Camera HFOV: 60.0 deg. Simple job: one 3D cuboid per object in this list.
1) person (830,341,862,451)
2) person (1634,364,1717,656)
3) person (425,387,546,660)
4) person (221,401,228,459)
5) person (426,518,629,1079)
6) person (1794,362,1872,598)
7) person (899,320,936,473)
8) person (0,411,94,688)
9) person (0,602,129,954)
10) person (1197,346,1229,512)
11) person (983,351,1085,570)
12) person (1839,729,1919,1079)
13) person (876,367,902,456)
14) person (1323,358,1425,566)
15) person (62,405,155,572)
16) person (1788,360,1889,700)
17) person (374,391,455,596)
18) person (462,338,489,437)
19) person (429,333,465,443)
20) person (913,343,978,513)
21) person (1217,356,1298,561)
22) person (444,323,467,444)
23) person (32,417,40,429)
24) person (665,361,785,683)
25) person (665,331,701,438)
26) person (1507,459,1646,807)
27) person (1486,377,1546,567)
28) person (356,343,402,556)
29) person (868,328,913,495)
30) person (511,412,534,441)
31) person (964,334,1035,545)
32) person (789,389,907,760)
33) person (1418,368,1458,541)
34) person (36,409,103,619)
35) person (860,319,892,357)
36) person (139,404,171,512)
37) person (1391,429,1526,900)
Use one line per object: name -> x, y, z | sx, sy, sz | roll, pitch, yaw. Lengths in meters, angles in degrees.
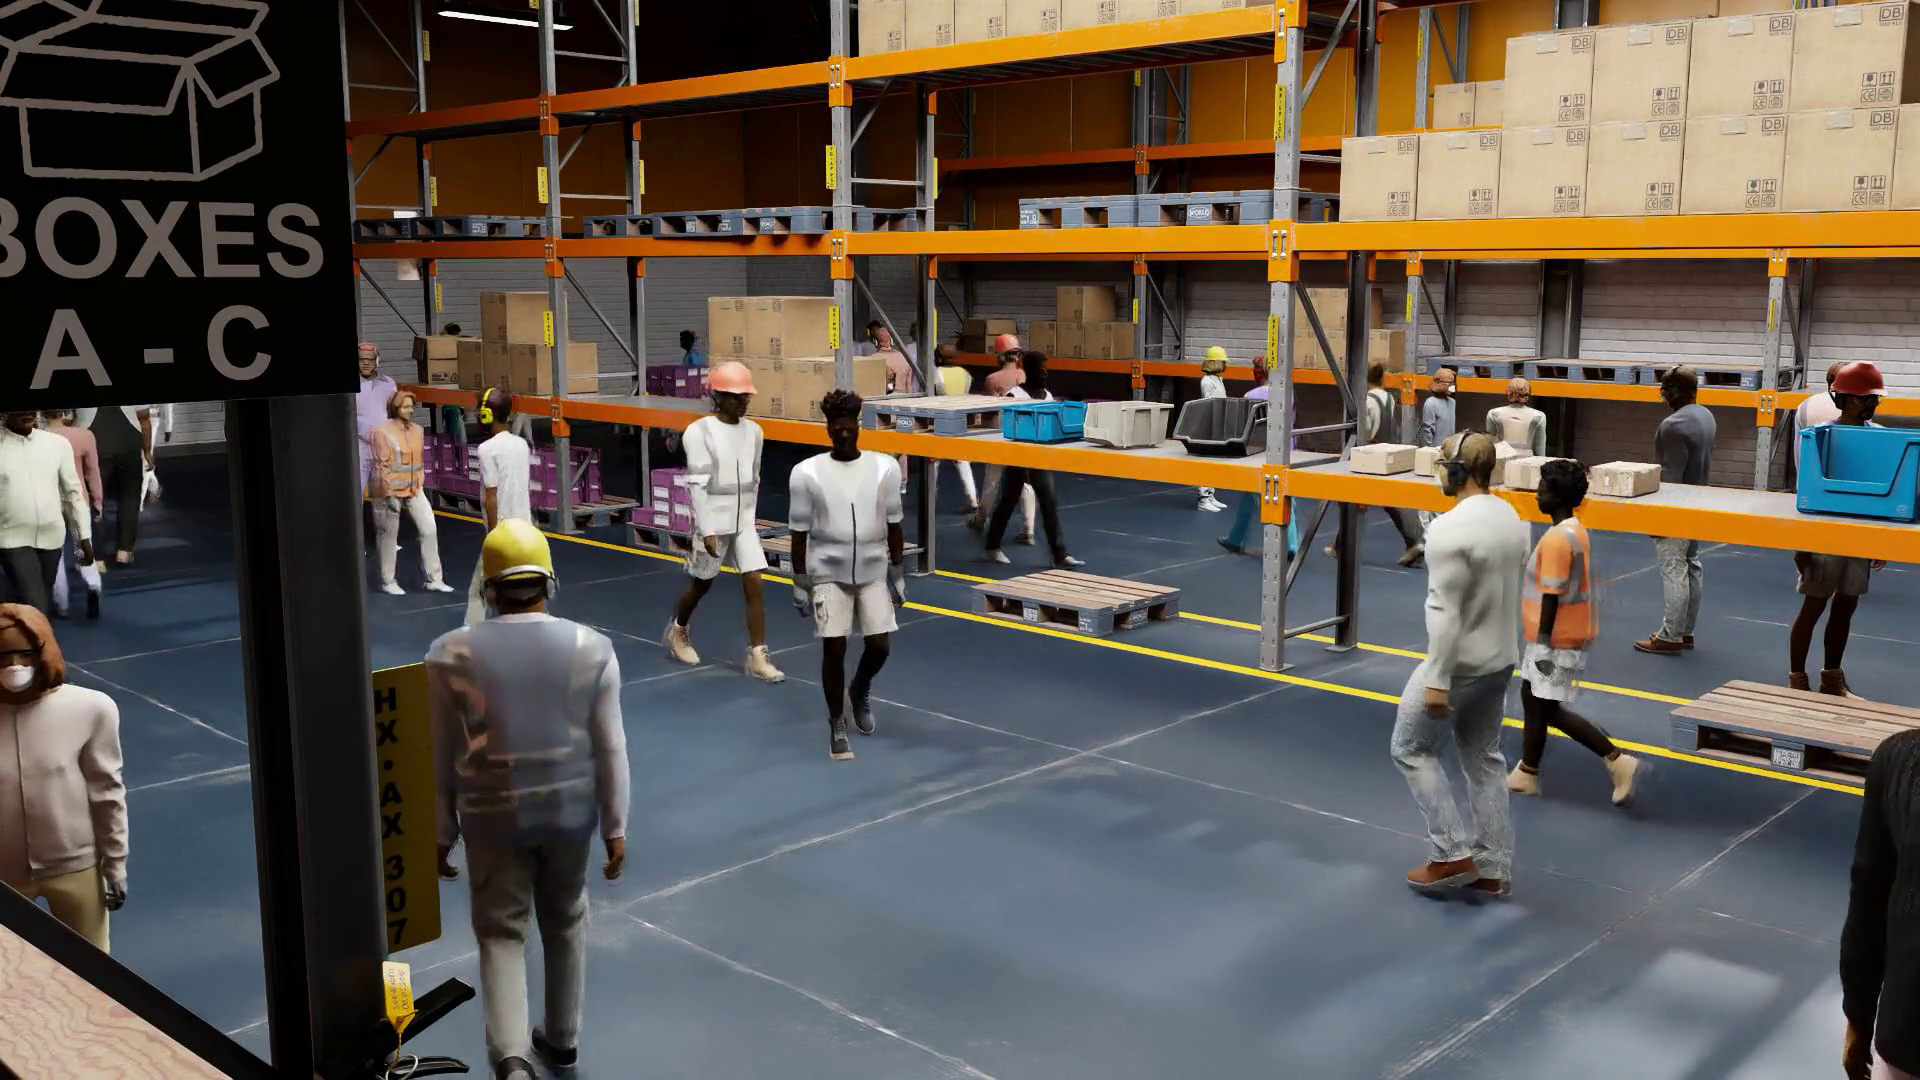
person -> -1.617, -2.076, 22.582 | 0.589, 1.929, 0.367 | -3, 10, -18
person -> 4.764, -0.197, 11.054 | 0.372, 1.934, 0.627 | 9, 13, 42
person -> -2.932, -0.028, 10.343 | 0.914, 1.825, 0.547 | 3, 10, 20
person -> -9.786, -2.062, 22.468 | 0.542, 1.938, 0.358 | -1, 9, -9
person -> -1.292, 0.850, 5.028 | 0.603, 1.811, 0.715 | -4, 10, -21
person -> 6.841, -0.471, 13.007 | 0.429, 1.842, 0.634 | -4, 10, -25
person -> -0.525, -1.796, 20.875 | 0.660, 1.922, 0.546 | -5, 11, -28
person -> -5.514, -0.012, 9.906 | 1.014, 1.940, 0.637 | 6, 11, 35
person -> -2.673, 0.975, 4.813 | 0.494, 1.626, 0.285 | -5, 10, -26
person -> 2.692, -1.181, 17.660 | 0.289, 1.745, 0.485 | 4, 10, 22
person -> 0.591, -0.681, 14.243 | 0.594, 1.868, 1.020 | -9, 13, -44
person -> 2.127, 1.031, 3.421 | 0.812, 1.972, 0.620 | -5, 10, -28
person -> -0.774, -0.883, 16.242 | 0.477, 1.613, 0.559 | -1, 9, -8
person -> 3.639, -0.674, 14.429 | 0.496, 1.803, 0.980 | -7, 12, -38
person -> -7.316, -0.759, 14.164 | 0.776, 2.000, 0.607 | -7, 11, -35
person -> 5.091, -0.011, 9.571 | 0.614, 2.041, 0.393 | -3, 10, -17
person -> -4.275, -0.344, 12.934 | 0.711, 1.614, 0.517 | 5, 11, 29
person -> -5.772, -1.562, 20.049 | 0.925, 1.715, 0.534 | 3, 10, 20
person -> -6.353, -1.663, 20.548 | 0.308, 1.769, 0.525 | 6, 11, 33
person -> -0.124, -1.175, 17.491 | 0.644, 1.796, 0.967 | -7, 11, -36
person -> 2.698, -0.730, 14.738 | 0.587, 1.794, 0.972 | -5, 11, -29
person -> -7.007, -2.050, 22.776 | 0.579, 1.810, 0.809 | -3, 10, -19
person -> -10.386, -1.433, 18.644 | 0.373, 1.928, 0.543 | -5, 11, -30
person -> -1.518, -0.133, 10.485 | 0.602, 2.005, 1.024 | -8, 12, -41
person -> -4.025, -2.280, 24.703 | 0.943, 1.636, 0.562 | -2, 10, -13
person -> 2.884, 0.451, 7.852 | 0.677, 1.672, 0.536 | 5, 10, 26
person -> 4.775, -0.583, 14.346 | 0.508, 1.629, 0.314 | 3, 10, 17
person -> -5.287, -0.814, 14.923 | 0.401, 1.904, 0.648 | 8, 12, 40
person -> -0.848, -1.429, 18.713 | 0.643, 1.899, 0.399 | -6, 11, -32
person -> -5.946, -2.080, 22.820 | 0.580, 1.849, 0.868 | 7, 11, 36
person -> 0.420, -0.953, 15.646 | 0.659, 1.942, 1.003 | -6, 11, -32
person -> -0.590, 0.170, 8.745 | 0.628, 1.945, 0.468 | -2, 10, -14
person -> 4.511, -0.797, 15.643 | 0.269, 1.631, 0.509 | 9, 13, 44
person -> -6.458, -0.256, 11.994 | 0.528, 1.745, 0.664 | -7, 12, -39
person -> -1.225, -2.255, 23.938 | 0.523, 1.852, 0.668 | -2, 10, -13
person -> -8.770, -1.249, 17.850 | 0.583, 1.829, 0.995 | -1, 9, -8
person -> 2.034, 0.511, 6.747 | 0.654, 1.918, 0.508 | -9, 13, -44
